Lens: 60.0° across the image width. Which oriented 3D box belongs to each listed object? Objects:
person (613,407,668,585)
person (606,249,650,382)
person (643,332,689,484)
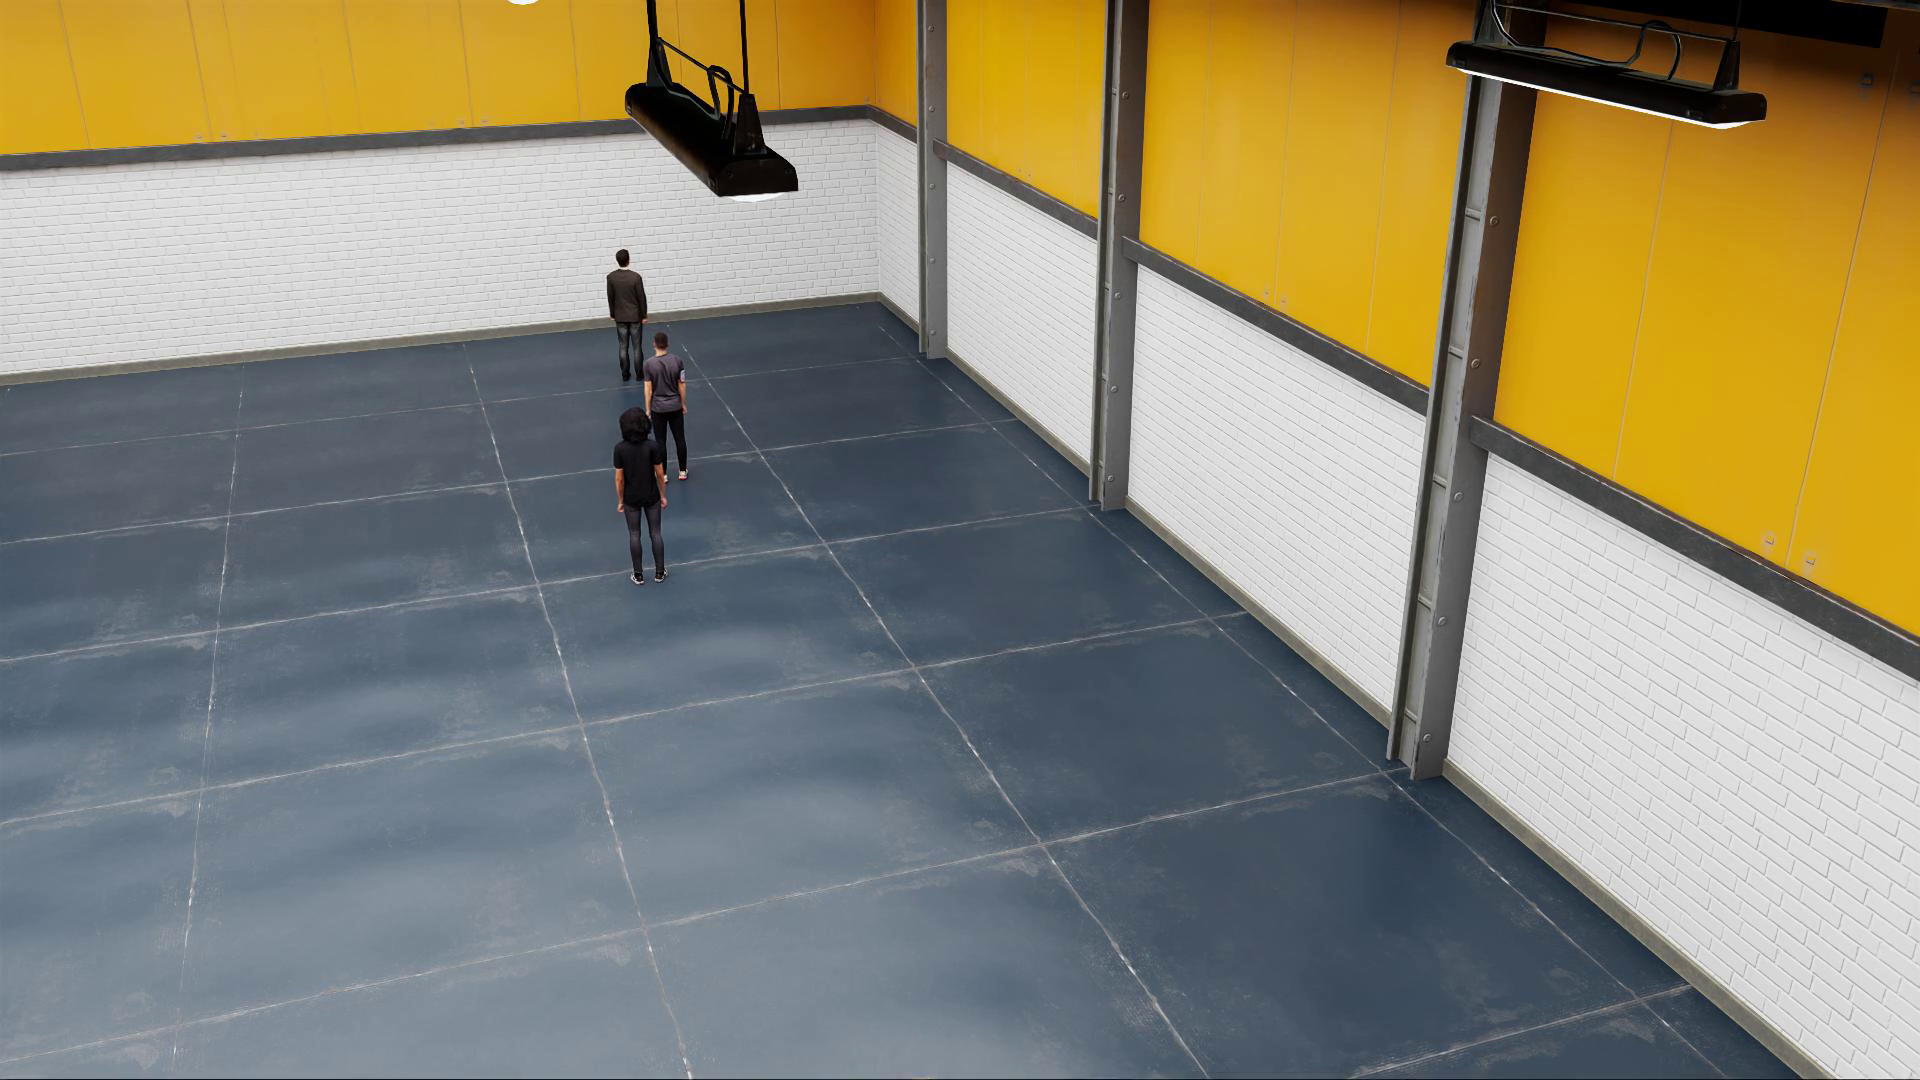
[{"bbox_3d":[-3.172,-0.444,16.523,0.667,1.835,0.554,-5,24,-11],"label":"person"},{"bbox_3d":[-4.493,-3.052,22.525,0.755,1.805,0.712,3,24,6],"label":"person"},{"bbox_3d":[-3.376,-1.523,19.081,0.652,1.763,0.544,-10,26,-22],"label":"person"}]
